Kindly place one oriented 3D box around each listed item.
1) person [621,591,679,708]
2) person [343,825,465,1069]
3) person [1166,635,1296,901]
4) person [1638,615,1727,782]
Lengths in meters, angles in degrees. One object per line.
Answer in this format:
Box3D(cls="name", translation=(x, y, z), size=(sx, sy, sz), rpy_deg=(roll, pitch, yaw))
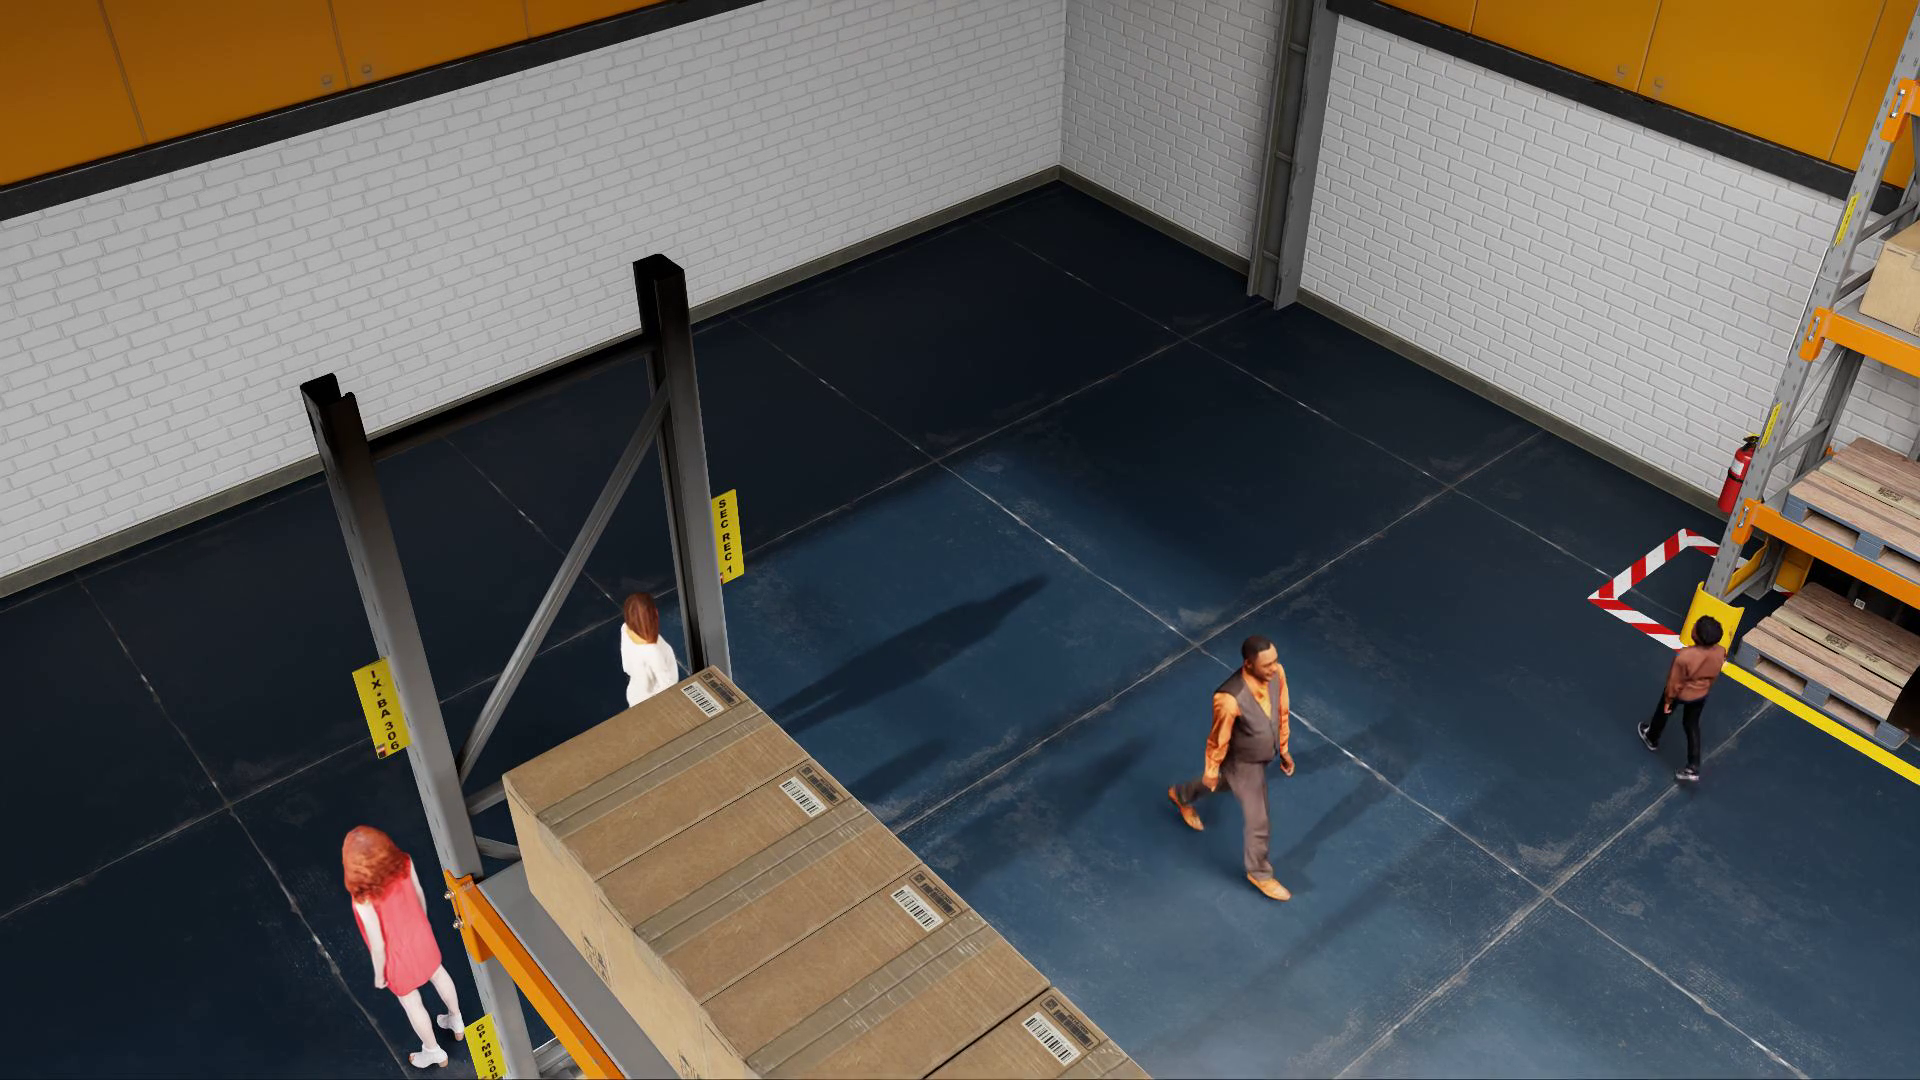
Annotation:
Box3D(cls="person", translation=(-1.971, 1.009, 10.475), size=(0.716, 1.679, 0.541), rpy_deg=(-21, 43, -25))
Box3D(cls="person", translation=(-2.970, 2.176, 8.896), size=(0.677, 1.825, 0.682), rpy_deg=(14, 41, 17))
Box3D(cls="person", translation=(1.642, 1.246, 10.028), size=(1.305, 1.867, 0.770), rpy_deg=(32, 48, 33))
Box3D(cls="person", translation=(4.757, 1.033, 10.800), size=(0.818, 1.236, 0.941), rpy_deg=(-3, 39, -3))
